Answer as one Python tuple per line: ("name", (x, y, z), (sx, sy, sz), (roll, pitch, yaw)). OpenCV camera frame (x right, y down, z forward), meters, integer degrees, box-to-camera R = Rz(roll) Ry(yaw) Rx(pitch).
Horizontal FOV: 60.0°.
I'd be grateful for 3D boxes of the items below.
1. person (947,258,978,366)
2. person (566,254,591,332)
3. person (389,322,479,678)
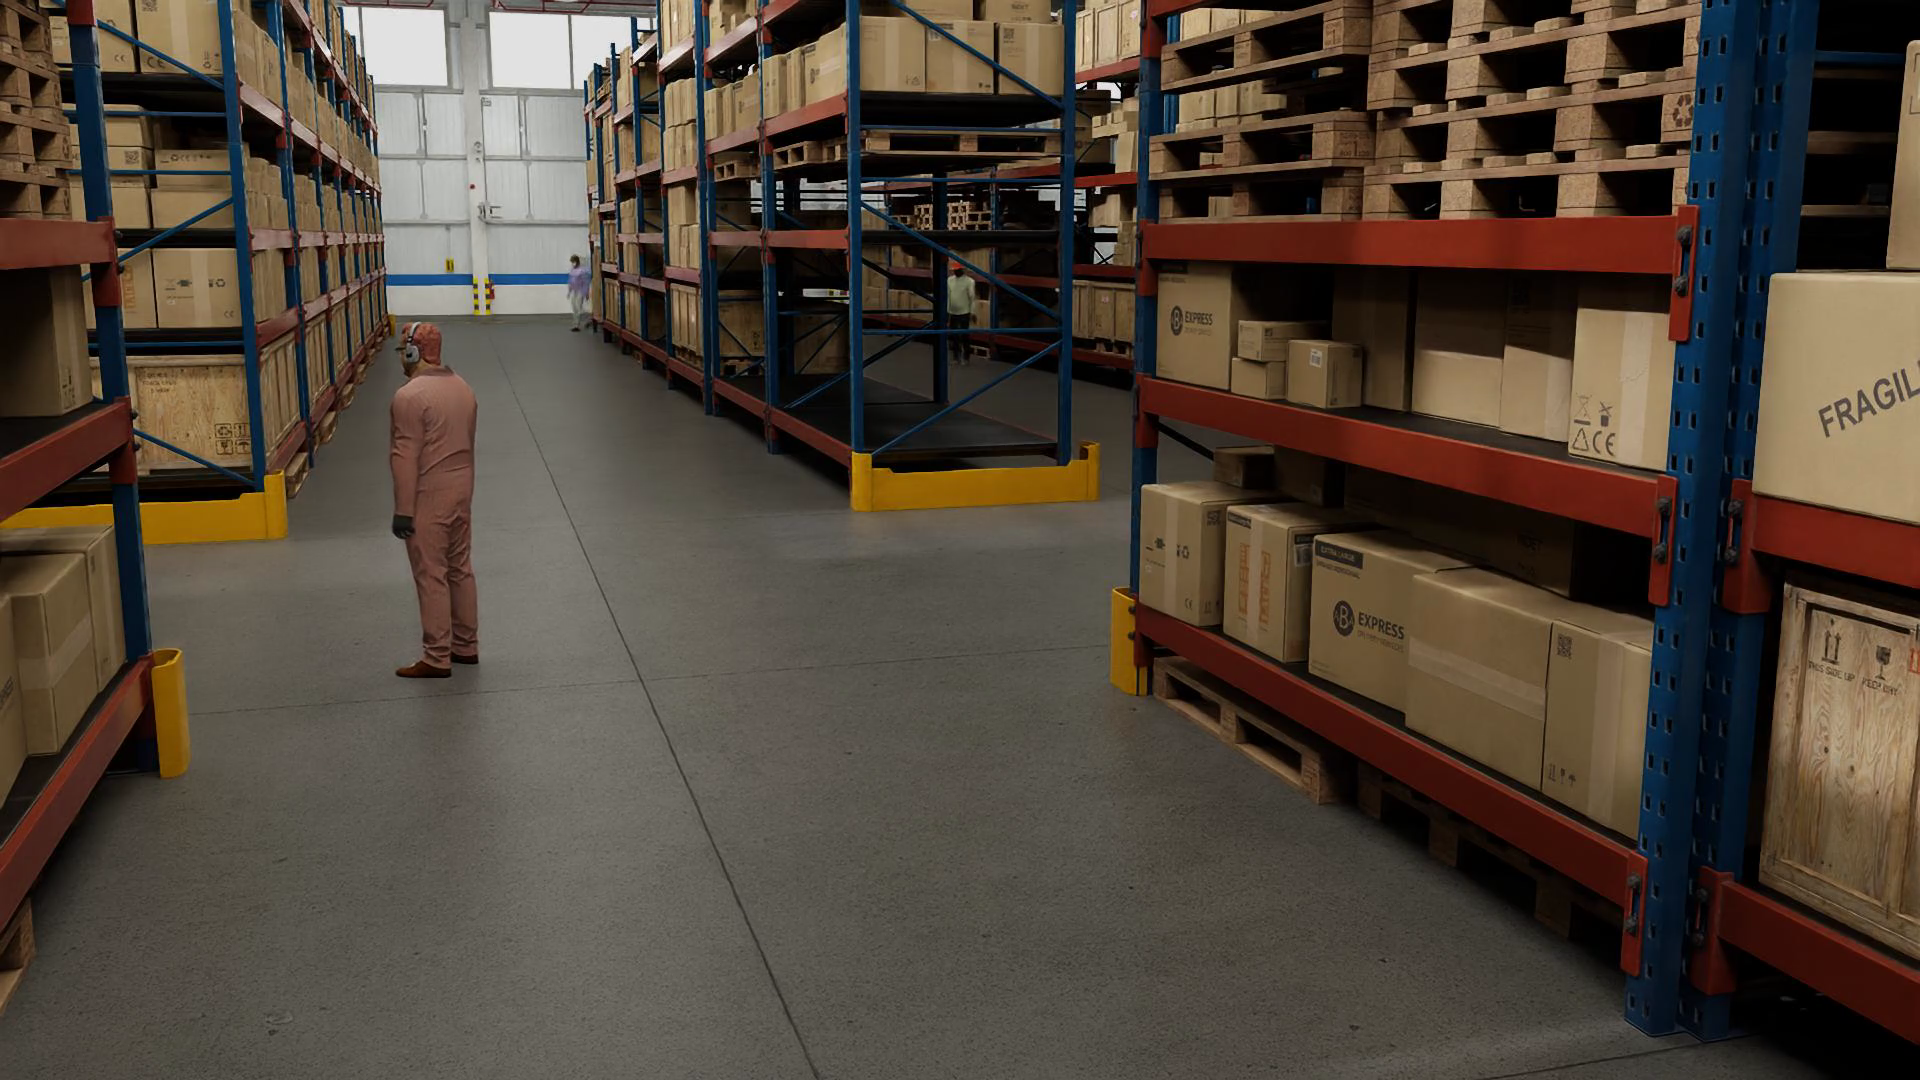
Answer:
("person", (0.007, -4.159, 30.377), (0.747, 1.966, 0.574), (6, 12, 31))
("person", (-9.472, -6.123, 41.284), (0.670, 1.913, 0.465), (7, 13, 34))
("person", (-2.847, -0.215, 8.952), (0.399, 1.900, 0.645), (2, 11, 13))
